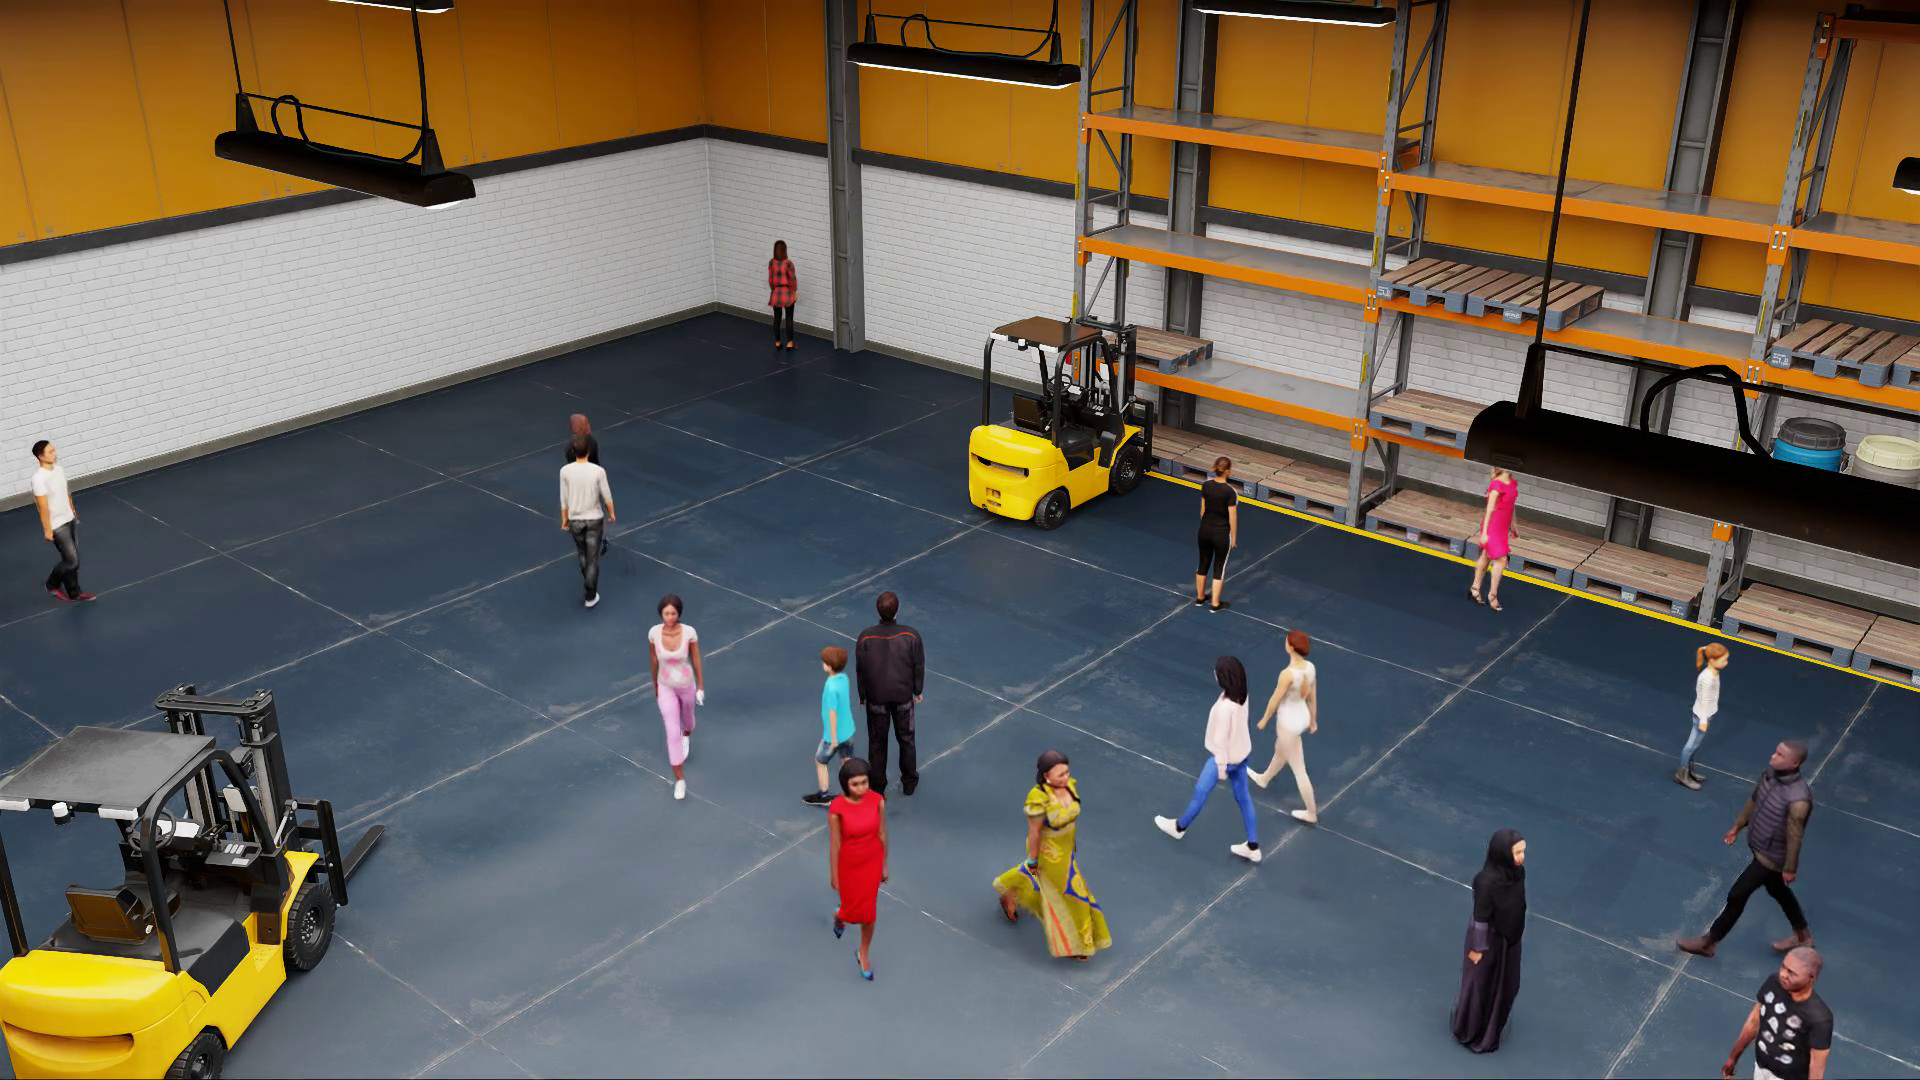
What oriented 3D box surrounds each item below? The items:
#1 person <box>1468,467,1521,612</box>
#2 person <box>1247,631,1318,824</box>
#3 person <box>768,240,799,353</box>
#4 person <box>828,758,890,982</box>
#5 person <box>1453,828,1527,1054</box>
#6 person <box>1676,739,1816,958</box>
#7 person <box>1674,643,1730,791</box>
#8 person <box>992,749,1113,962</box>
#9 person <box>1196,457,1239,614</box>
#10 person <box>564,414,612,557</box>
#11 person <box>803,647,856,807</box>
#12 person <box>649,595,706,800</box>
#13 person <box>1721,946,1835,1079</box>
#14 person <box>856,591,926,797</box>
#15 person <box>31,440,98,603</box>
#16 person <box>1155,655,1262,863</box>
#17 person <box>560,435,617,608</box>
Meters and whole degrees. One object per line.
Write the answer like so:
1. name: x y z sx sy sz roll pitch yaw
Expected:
1. person: 5.437 -0.127 17.140 0.636 1.712 0.598 20 30 38
2. person: 2.766 1.546 13.453 1.035 1.600 0.590 21 31 39
3. person: -2.709 -3.737 25.411 0.593 1.701 0.740 9 25 21
4. person: -0.732 2.260 11.657 0.737 1.730 0.857 -11 26 -23
5. person: 3.530 2.606 11.008 0.689 1.618 0.729 -13 27 -28
6. person: 5.789 2.206 11.707 1.325 1.790 1.126 2 24 6
7. person: 6.247 1.462 14.003 0.498 1.314 0.497 14 27 29
8. person: 0.590 2.204 11.915 1.309 1.626 0.832 15 28 31
9. person: 2.619 -0.069 17.062 0.465 1.668 0.645 20 31 39
10. person: -4.032 -0.539 18.103 0.740 1.696 0.619 16 28 32
11. person: -0.936 1.550 13.652 0.769 1.434 0.673 6 24 14
12. person: -2.384 1.233 14.052 1.101 1.694 1.192 -3 24 -7
13. person: 4.839 3.113 9.645 1.027 1.779 0.987 -4 24 -8
14. person: -0.584 1.279 13.768 0.782 1.838 0.839 -2 24 -5
15. person: -9.359 -0.170 17.128 0.887 1.800 0.830 -1 24 -2
16. person: 2.169 1.729 12.882 1.100 1.723 0.697 17 29 34
17. person: -3.873 -0.162 17.134 1.025 1.782 1.053 0 24 1
